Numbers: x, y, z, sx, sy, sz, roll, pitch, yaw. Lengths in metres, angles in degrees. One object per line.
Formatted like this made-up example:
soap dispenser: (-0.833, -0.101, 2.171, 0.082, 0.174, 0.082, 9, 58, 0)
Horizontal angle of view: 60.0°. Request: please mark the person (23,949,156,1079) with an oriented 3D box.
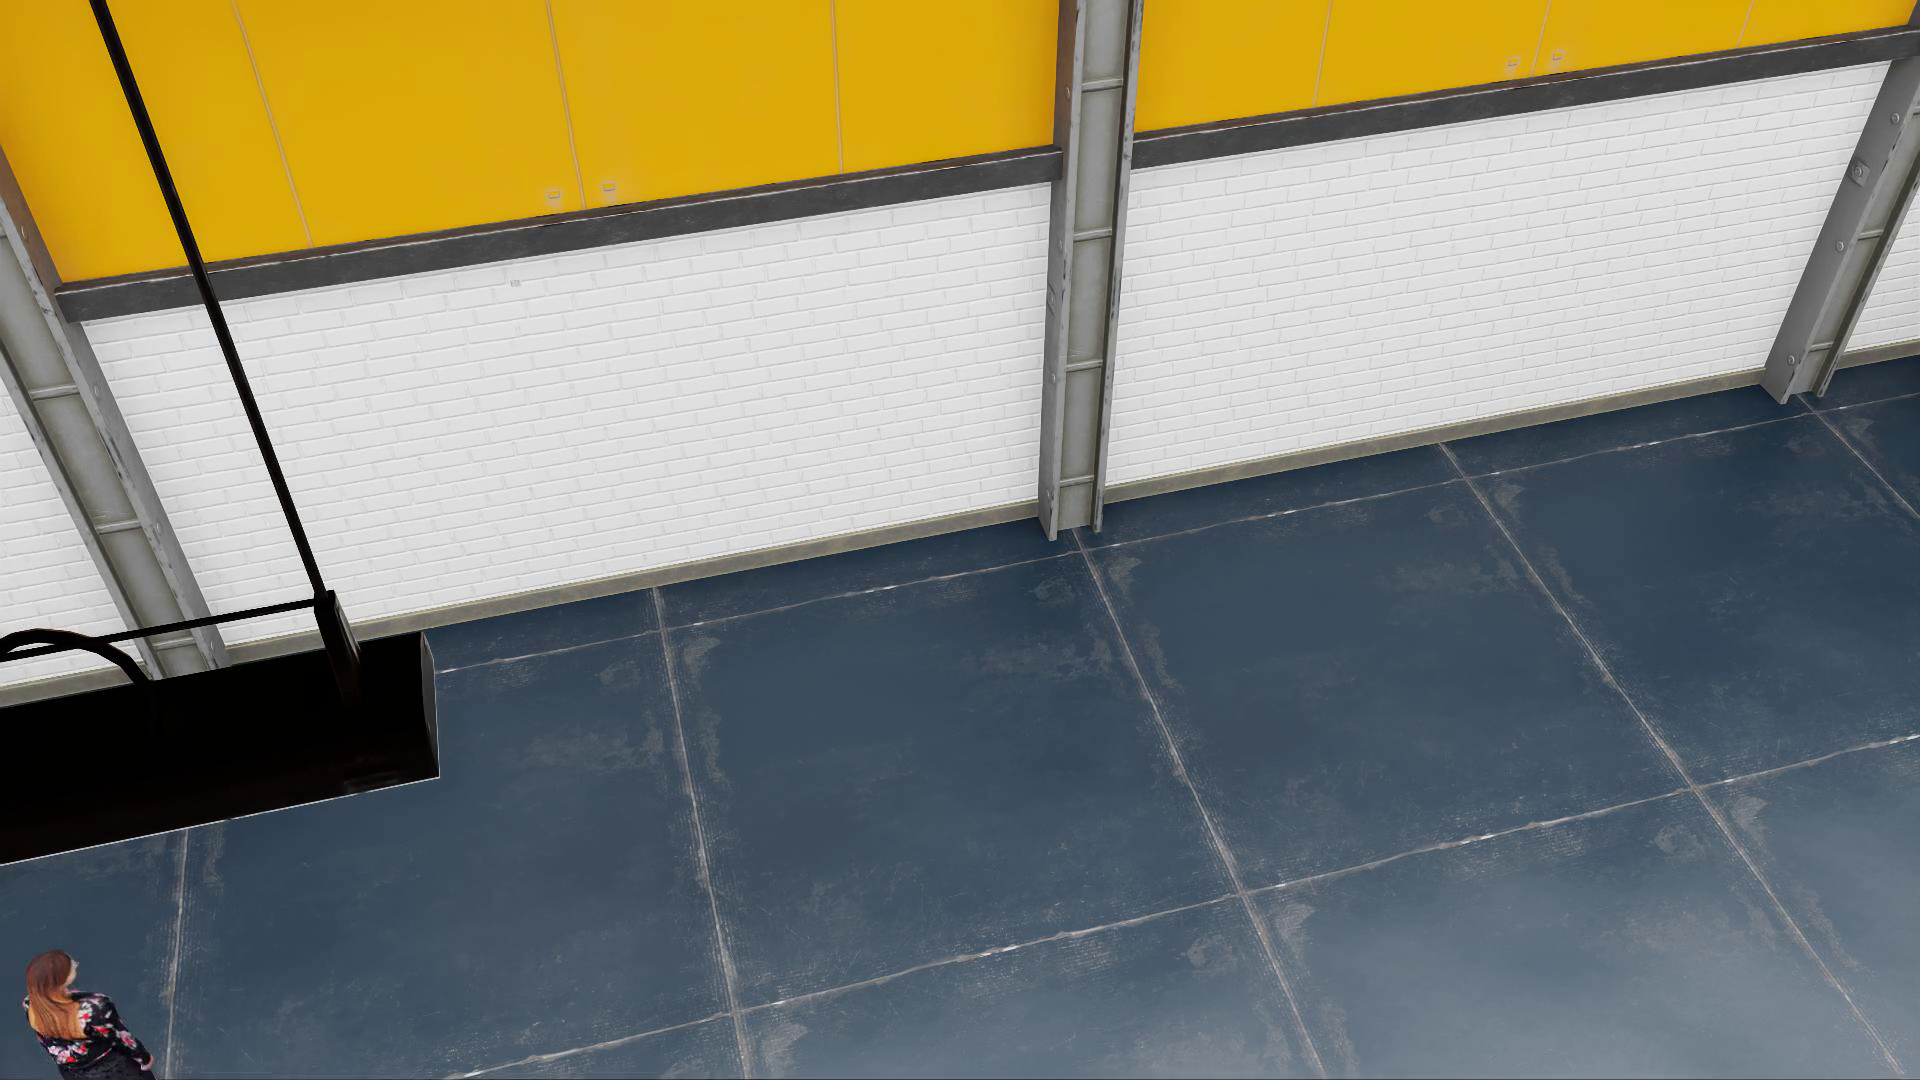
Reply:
person: (-4.168, 2.580, 8.002, 0.856, 1.666, 0.845, 4, 44, 4)
